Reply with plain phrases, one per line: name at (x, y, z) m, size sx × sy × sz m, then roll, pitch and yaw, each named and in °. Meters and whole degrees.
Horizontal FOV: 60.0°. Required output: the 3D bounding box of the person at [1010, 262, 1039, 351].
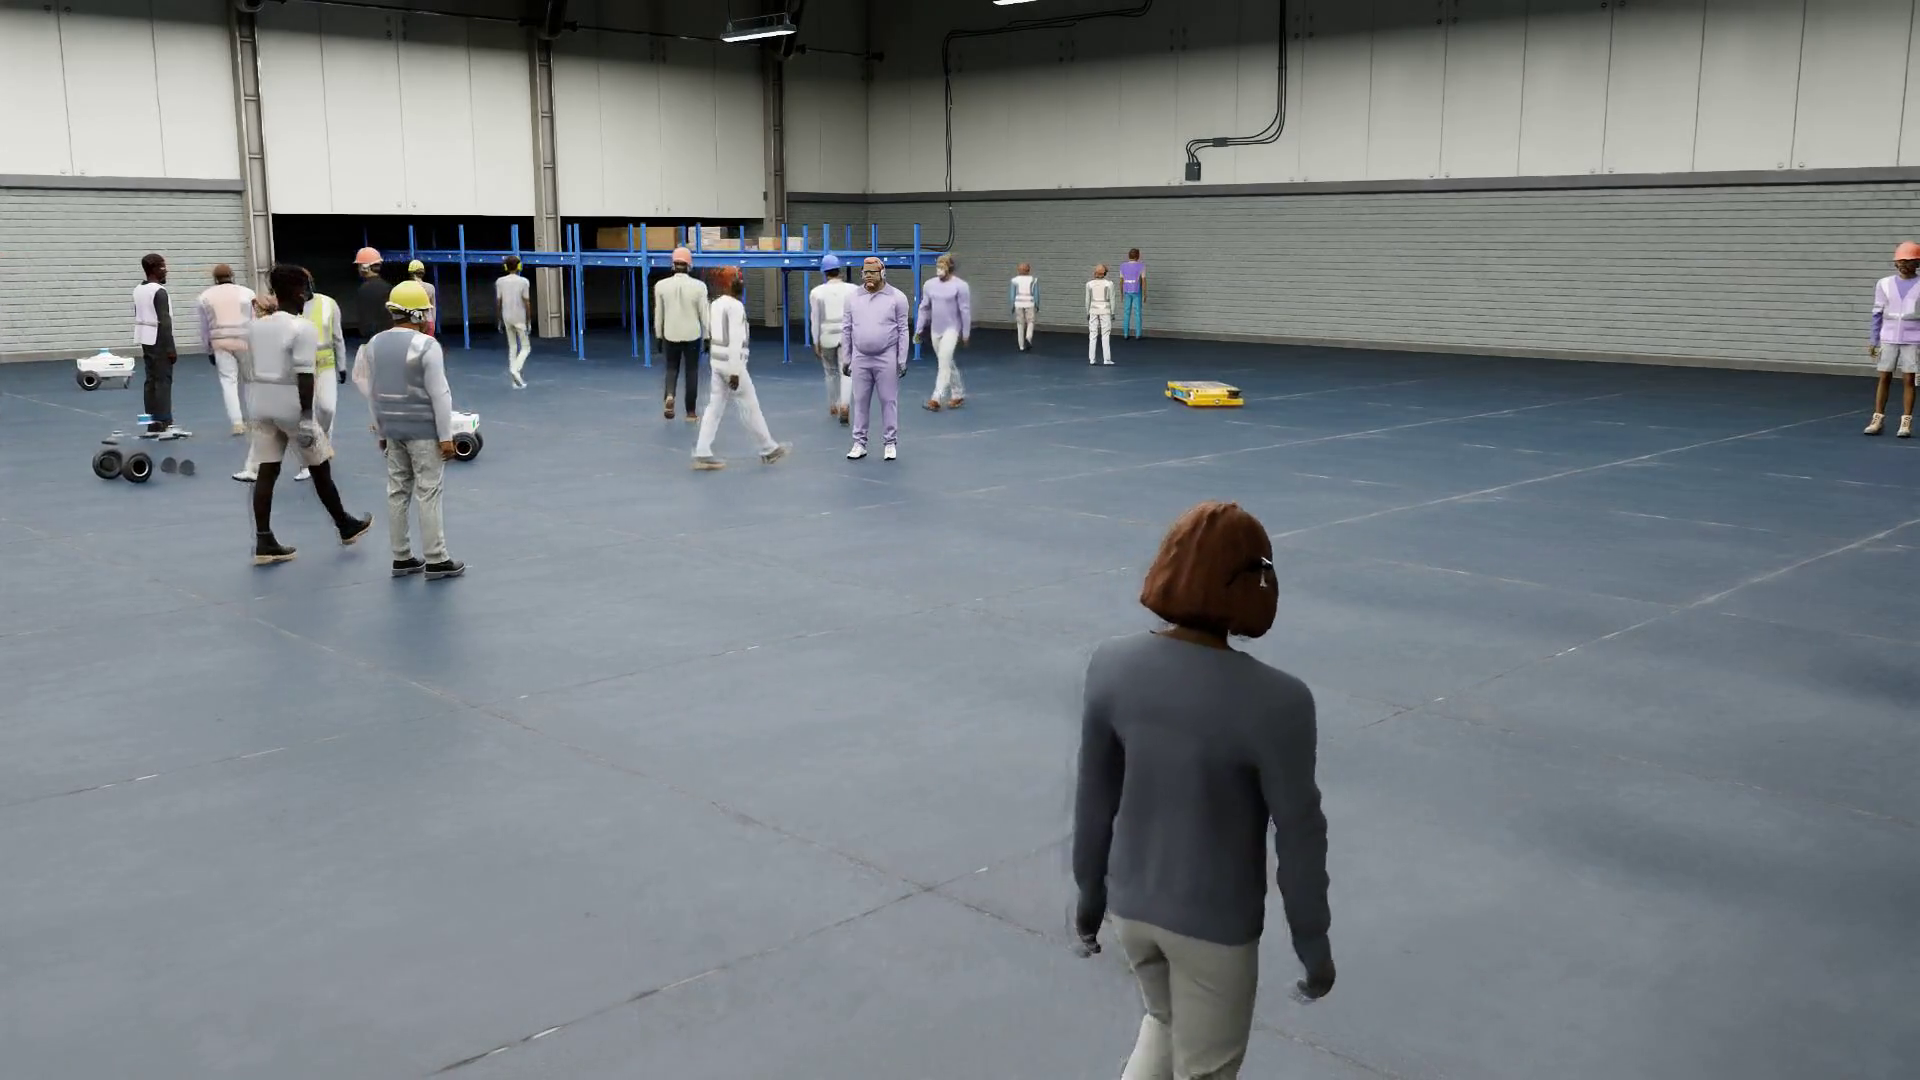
person at (1.183, -4.277, 30.454) m, size 0.534 × 1.626 × 0.364 m, roll 1°, pitch 10°, yaw 6°

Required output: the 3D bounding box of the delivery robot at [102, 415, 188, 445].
delivery robot at (-7.164, -0.986, 14.608) m, size 0.335 × 0.223 × 0.698 m, roll 6°, pitch 12°, yaw 31°

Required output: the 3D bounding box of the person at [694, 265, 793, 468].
person at (-2.028, -1.579, 15.213) m, size 0.976 × 1.832 × 0.590 m, roll -7°, pitch 13°, yaw -34°

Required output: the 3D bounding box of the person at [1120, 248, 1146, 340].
person at (3.518, -5.014, 33.897) m, size 0.564 × 1.847 × 0.395 m, roll 5°, pitch 12°, yaw 25°

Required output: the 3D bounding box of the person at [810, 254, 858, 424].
person at (-1.384, -2.282, 18.870) m, size 0.617 × 1.909 × 0.973 m, roll -1°, pitch 10°, yaw -4°

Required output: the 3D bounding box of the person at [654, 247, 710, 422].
person at (-3.142, -2.311, 18.803) m, size 0.632 × 1.979 × 0.565 m, roll 0°, pitch 10°, yaw 2°

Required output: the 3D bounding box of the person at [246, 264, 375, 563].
person at (-4.359, -0.848, 10.997) m, size 0.625 × 1.916 × 0.983 m, roll 5°, pitch 11°, yaw 24°

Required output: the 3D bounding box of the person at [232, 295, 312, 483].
person at (-5.859, -1.271, 14.152) m, size 0.526 × 1.596 × 0.850 m, roll 4°, pitch 11°, yaw 23°

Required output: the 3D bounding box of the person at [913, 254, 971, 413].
person at (-0.188, -2.504, 20.135) m, size 0.650 × 1.887 × 1.040 m, roll 8°, pitch 13°, yaw 36°

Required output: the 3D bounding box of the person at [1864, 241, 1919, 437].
person at (9.923, -2.110, 17.527) m, size 0.610 × 2.043 × 0.397 m, roll 10°, pitch 14°, yaw 42°

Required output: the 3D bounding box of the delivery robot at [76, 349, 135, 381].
delivery robot at (-11.891, -2.423, 23.155) m, size 0.707 × 0.478 × 0.477 m, roll -6°, pitch 12°, yaw -31°

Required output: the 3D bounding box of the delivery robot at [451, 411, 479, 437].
delivery robot at (-4.956, -1.082, 15.840) m, size 0.707 × 0.478 × 0.477 m, roll -2°, pitch 11°, yaw -11°

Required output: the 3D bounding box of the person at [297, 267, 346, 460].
person at (-5.968, -1.578, 15.226) m, size 0.649 × 1.822 × 0.460 m, roll -4°, pitch 11°, yaw -22°

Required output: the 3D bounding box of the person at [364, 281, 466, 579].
person at (-3.375, -0.678, 10.321) m, size 0.601 × 1.835 × 0.404 m, roll 5°, pitch 11°, yaw 25°

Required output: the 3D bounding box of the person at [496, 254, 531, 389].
person at (-6.151, -2.999, 22.887) m, size 0.514 × 1.859 × 0.505 m, roll 2°, pitch 11°, yaw 10°

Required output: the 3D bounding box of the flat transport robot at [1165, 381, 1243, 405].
flat transport robot at (3.104, -1.885, 21.251) m, size 0.652 × 0.197 × 1.431 m, roll -1°, pitch 10°, yaw -6°

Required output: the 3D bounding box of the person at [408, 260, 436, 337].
person at (-7.547, -3.016, 23.227) m, size 0.313 × 1.768 × 0.528 m, roll 7°, pitch 12°, yaw 33°

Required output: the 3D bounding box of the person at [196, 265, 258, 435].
person at (-7.830, -2.062, 17.973) m, size 0.683 × 1.786 × 0.910 m, roll -3°, pitch 11°, yaw -18°

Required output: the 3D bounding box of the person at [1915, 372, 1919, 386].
person at (13.643, -3.018, 23.300) m, size 0.294 × 1.744 × 0.486 m, roll -3°, pitch 11°, yaw -18°

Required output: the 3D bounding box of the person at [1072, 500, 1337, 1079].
person at (0.448, 0.732, 3.193) m, size 0.386 × 1.622 × 0.516 m, roll -10°, pitch 14°, yaw -43°

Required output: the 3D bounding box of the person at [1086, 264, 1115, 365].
person at (2.295, -3.679, 27.183) m, size 0.513 × 1.641 × 0.309 m, roll 5°, pitch 12°, yaw 26°

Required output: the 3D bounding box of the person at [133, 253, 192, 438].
person at (-8.409, -2.027, 17.412) m, size 0.587 × 1.920 × 0.390 m, roll 8°, pitch 13°, yaw 38°

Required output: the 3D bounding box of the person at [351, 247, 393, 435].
person at (-6.199, -2.093, 17.586) m, size 0.435 × 1.979 × 0.652 m, roll 1°, pitch 10°, yaw 7°

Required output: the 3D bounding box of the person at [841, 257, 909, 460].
person at (-0.813, -1.712, 15.731) m, size 0.651 × 1.906 × 0.403 m, roll 2°, pitch 11°, yaw 11°
